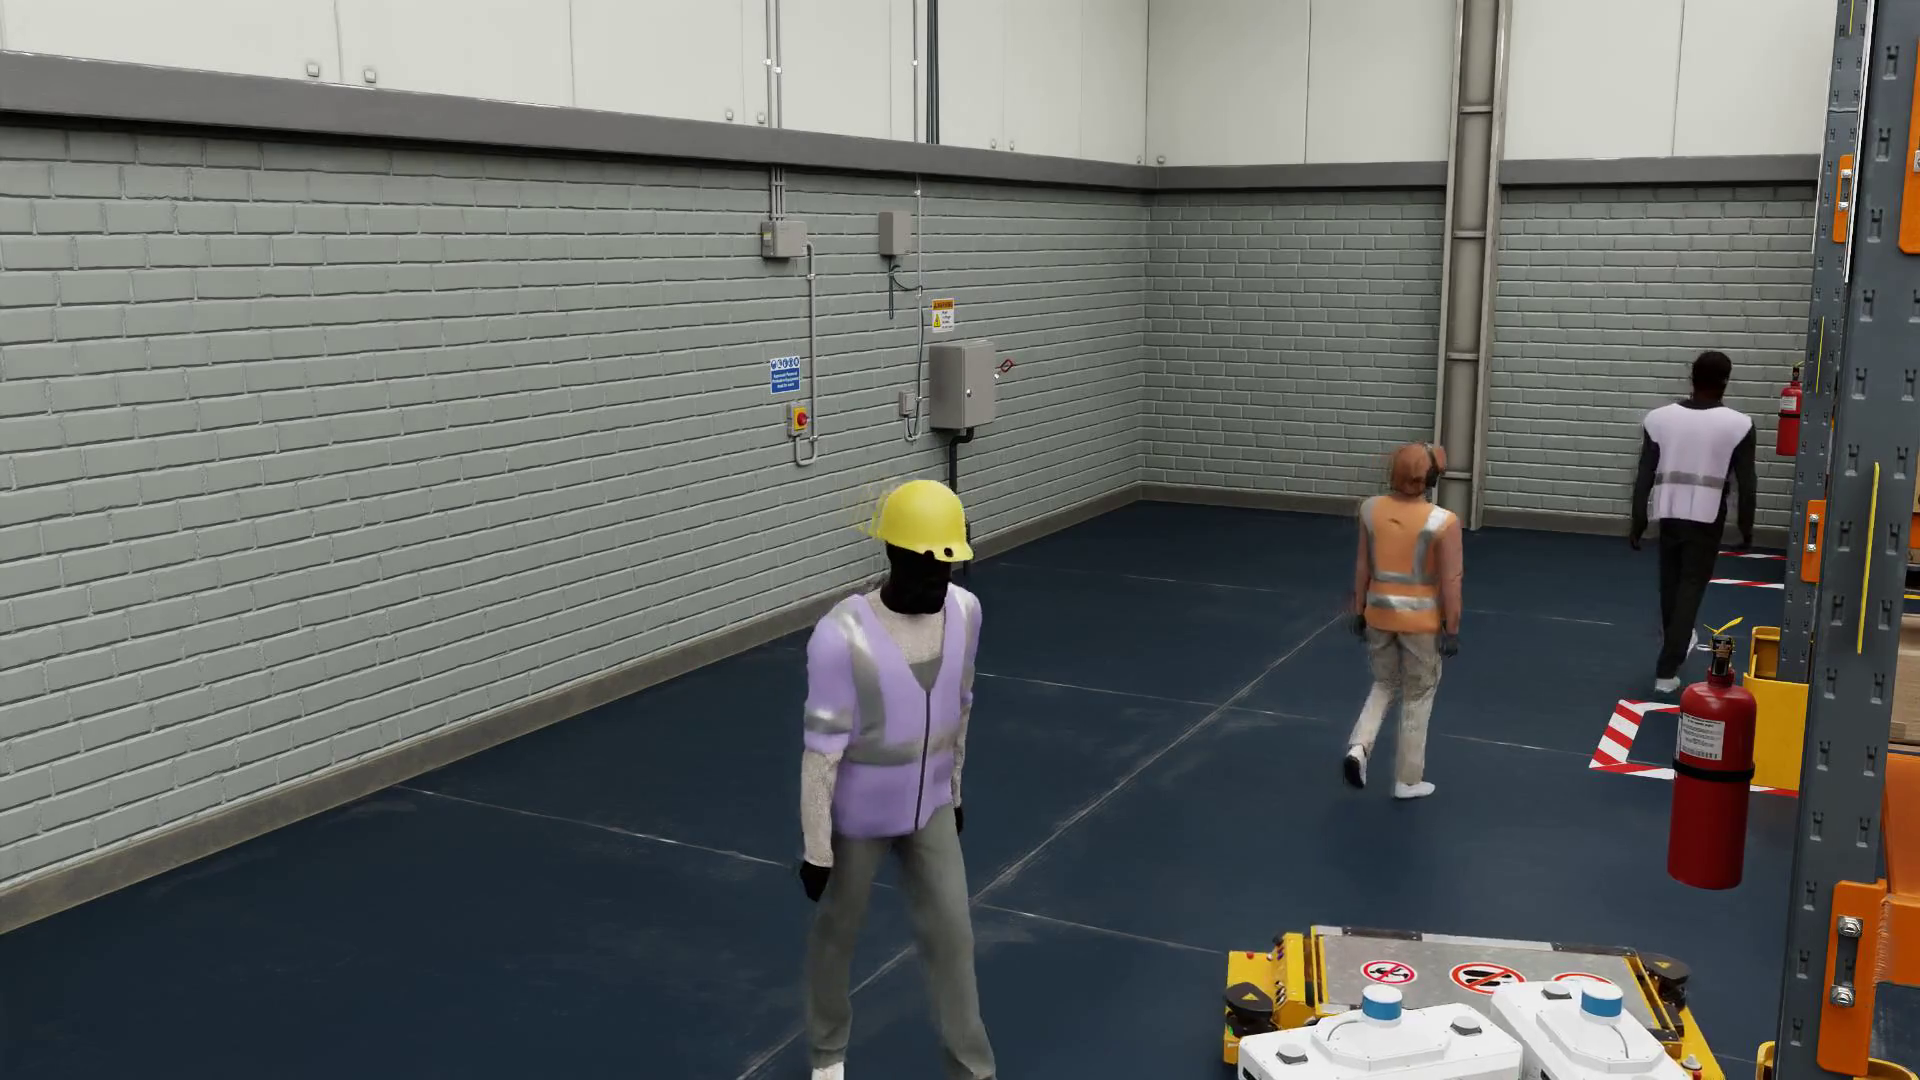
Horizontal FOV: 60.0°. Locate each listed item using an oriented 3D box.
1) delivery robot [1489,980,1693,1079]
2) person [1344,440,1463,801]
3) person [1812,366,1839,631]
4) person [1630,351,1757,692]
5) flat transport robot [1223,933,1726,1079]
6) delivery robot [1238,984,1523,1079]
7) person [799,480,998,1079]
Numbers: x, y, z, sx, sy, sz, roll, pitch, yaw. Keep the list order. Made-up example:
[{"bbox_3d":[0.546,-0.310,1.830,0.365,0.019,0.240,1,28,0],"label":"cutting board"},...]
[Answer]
[{"bbox_3d":[1.673,1.407,4.372,0.477,0.478,0.707,-1,10,-4],"label":"delivery robot"},{"bbox_3d":[1.951,0.373,7.336,0.423,1.622,0.531,-9,14,-42],"label":"person"},{"bbox_3d":[4.525,0.003,8.738,0.629,1.844,0.558,3,11,16],"label":"person"},{"bbox_3d":[4.155,-0.122,9.368,0.602,1.866,0.983,9,14,41],"label":"person"},{"bbox_3d":[1.553,1.449,5.170,1.431,0.197,0.652,2,11,10],"label":"flat transport robot"},{"bbox_3d":[1.095,1.410,4.356,0.707,0.478,0.477,-3,11,-17],"label":"delivery robot"},{"bbox_3d":[-0.158,0.755,4.616,0.619,1.869,0.824,-8,13,-38],"label":"person"}]
